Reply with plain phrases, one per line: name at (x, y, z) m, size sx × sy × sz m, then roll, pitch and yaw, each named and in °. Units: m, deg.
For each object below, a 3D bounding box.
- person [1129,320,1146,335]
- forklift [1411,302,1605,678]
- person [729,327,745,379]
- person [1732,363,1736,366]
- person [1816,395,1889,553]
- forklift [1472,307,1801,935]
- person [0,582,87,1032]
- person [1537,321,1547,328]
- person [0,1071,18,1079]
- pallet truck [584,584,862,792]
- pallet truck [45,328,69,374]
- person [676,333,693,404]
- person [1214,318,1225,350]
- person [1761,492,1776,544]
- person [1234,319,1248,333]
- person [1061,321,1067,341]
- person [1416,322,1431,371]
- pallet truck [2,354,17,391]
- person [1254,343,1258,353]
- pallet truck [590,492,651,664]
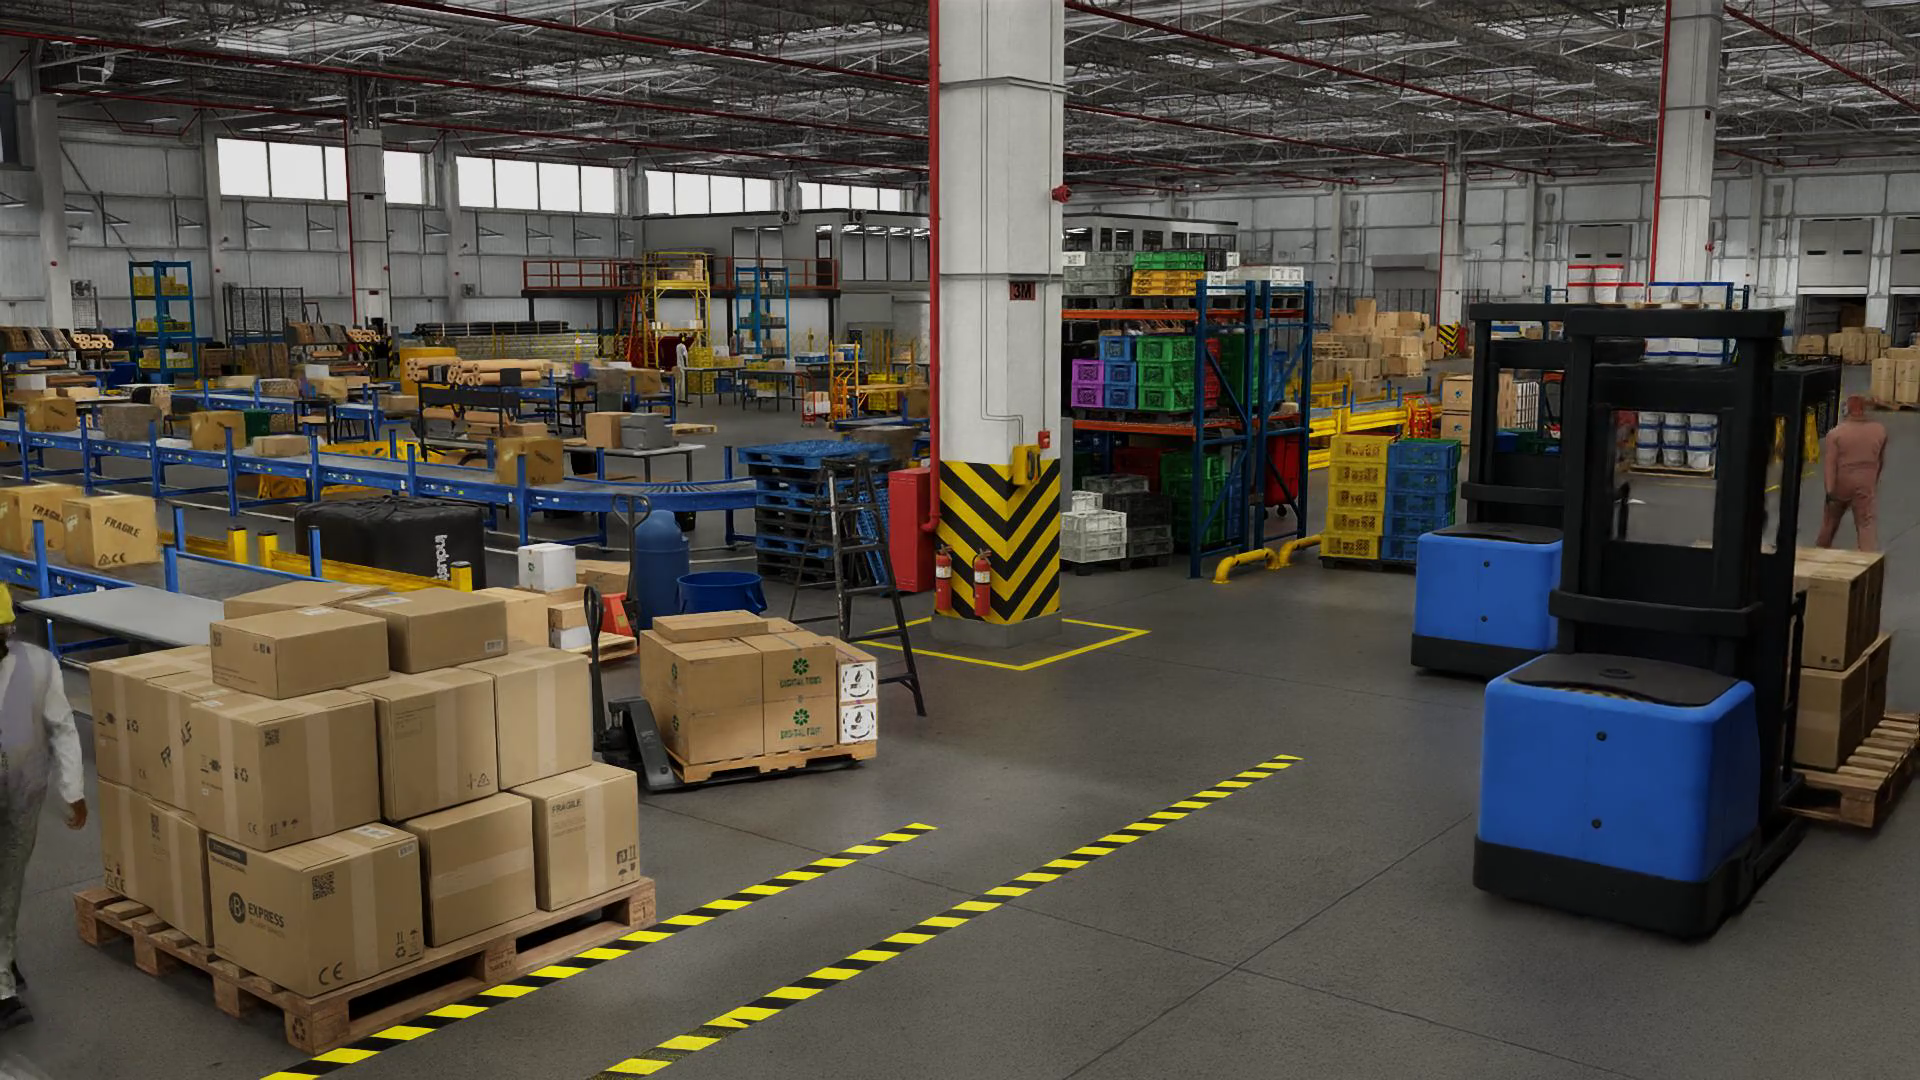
person at (6.092, -6.381, 55.733) m, size 0.710 × 2.000 × 0.929 m, roll -7°, pitch 11°, yaw -40°
forklift at (4.379, -0.438, 12.852) m, size 1.129 × 2.768 × 1.873 m, roll 7°, pitch 11°, yaw 37°
person at (-7.508, -6.301, 56.114) m, size 0.533 × 1.767 × 0.327 m, roll 1°, pitch 8°, yaw 4°
person at (13.590, -2.272, 29.181) m, size 0.318 × 1.700 × 0.535 m, roll -1°, pitch 9°, yaw -9°
person at (9.172, -0.563, 17.142) m, size 0.652 × 1.854 × 0.979 m, roll 1°, pitch 8°, yaw 6°
forklift at (3.391, 0.263, 8.124) m, size 1.129 × 2.768 × 1.873 m, roll 6°, pitch 11°, yaw 37°
person at (-3.823, 1.028, 6.629) m, size 0.910 × 1.781 × 0.609 m, roll 8°, pitch 11°, yaw 42°
person at (24.826, -8.519, 70.843) m, size 0.624 × 1.829 × 0.636 m, roll 0°, pitch 8°, yaw 1°
person at (-3.275, 1.199, 5.082) m, size 0.615 × 1.909 × 0.907 m, roll 7°, pitch 11°, yaw 39°
pallet truck at (-1.426, 0.805, 10.019) m, size 1.601 × 1.201 × 0.680 m, roll -4°, pitch 9°, yaw -26°
pallet truck at (-23.775, -4.544, 43.495) m, size 1.885 × 1.965 × 0.823 m, roll 6°, pitch 10°, yaw 35°
person at (-7.262, -4.503, 43.658) m, size 0.328 × 1.868 × 0.513 m, roll -5°, pitch 10°, yaw -32°
person at (9.236, -7.012, 60.037) m, size 0.774 × 2.017 × 0.624 m, roll 0°, pitch 8°, yaw 0°
person at (4.895, 0.511, 10.429) m, size 0.533 × 1.697 × 0.318 m, roll -4°, pitch 9°, yaw -25°
person at (10.999, -7.672, 64.832) m, size 0.649 × 1.922 × 0.551 m, roll 2°, pitch 9°, yaw 15°
person at (3.627, -7.065, 60.751) m, size 0.590 × 1.920 × 0.390 m, roll -2°, pitch 9°, yaw -15°
person at (17.213, -7.222, 62.152) m, size 0.540 × 1.834 × 0.957 m, roll -8°, pitch 12°, yaw -43°
pallet truck at (-24.881, -4.417, 42.634) m, size 1.885 × 1.965 × 0.823 m, roll 8°, pitch 11°, yaw 41°
person at (7.823, -4.740, 45.155) m, size 0.575 × 1.886 × 0.973 m, roll 5°, pitch 10°, yaw 32°
pallet truck at (-3.115, 0.344, 12.883) m, size 0.653 × 1.274 × 1.630 m, roll 7°, pitch 11°, yaw 37°
